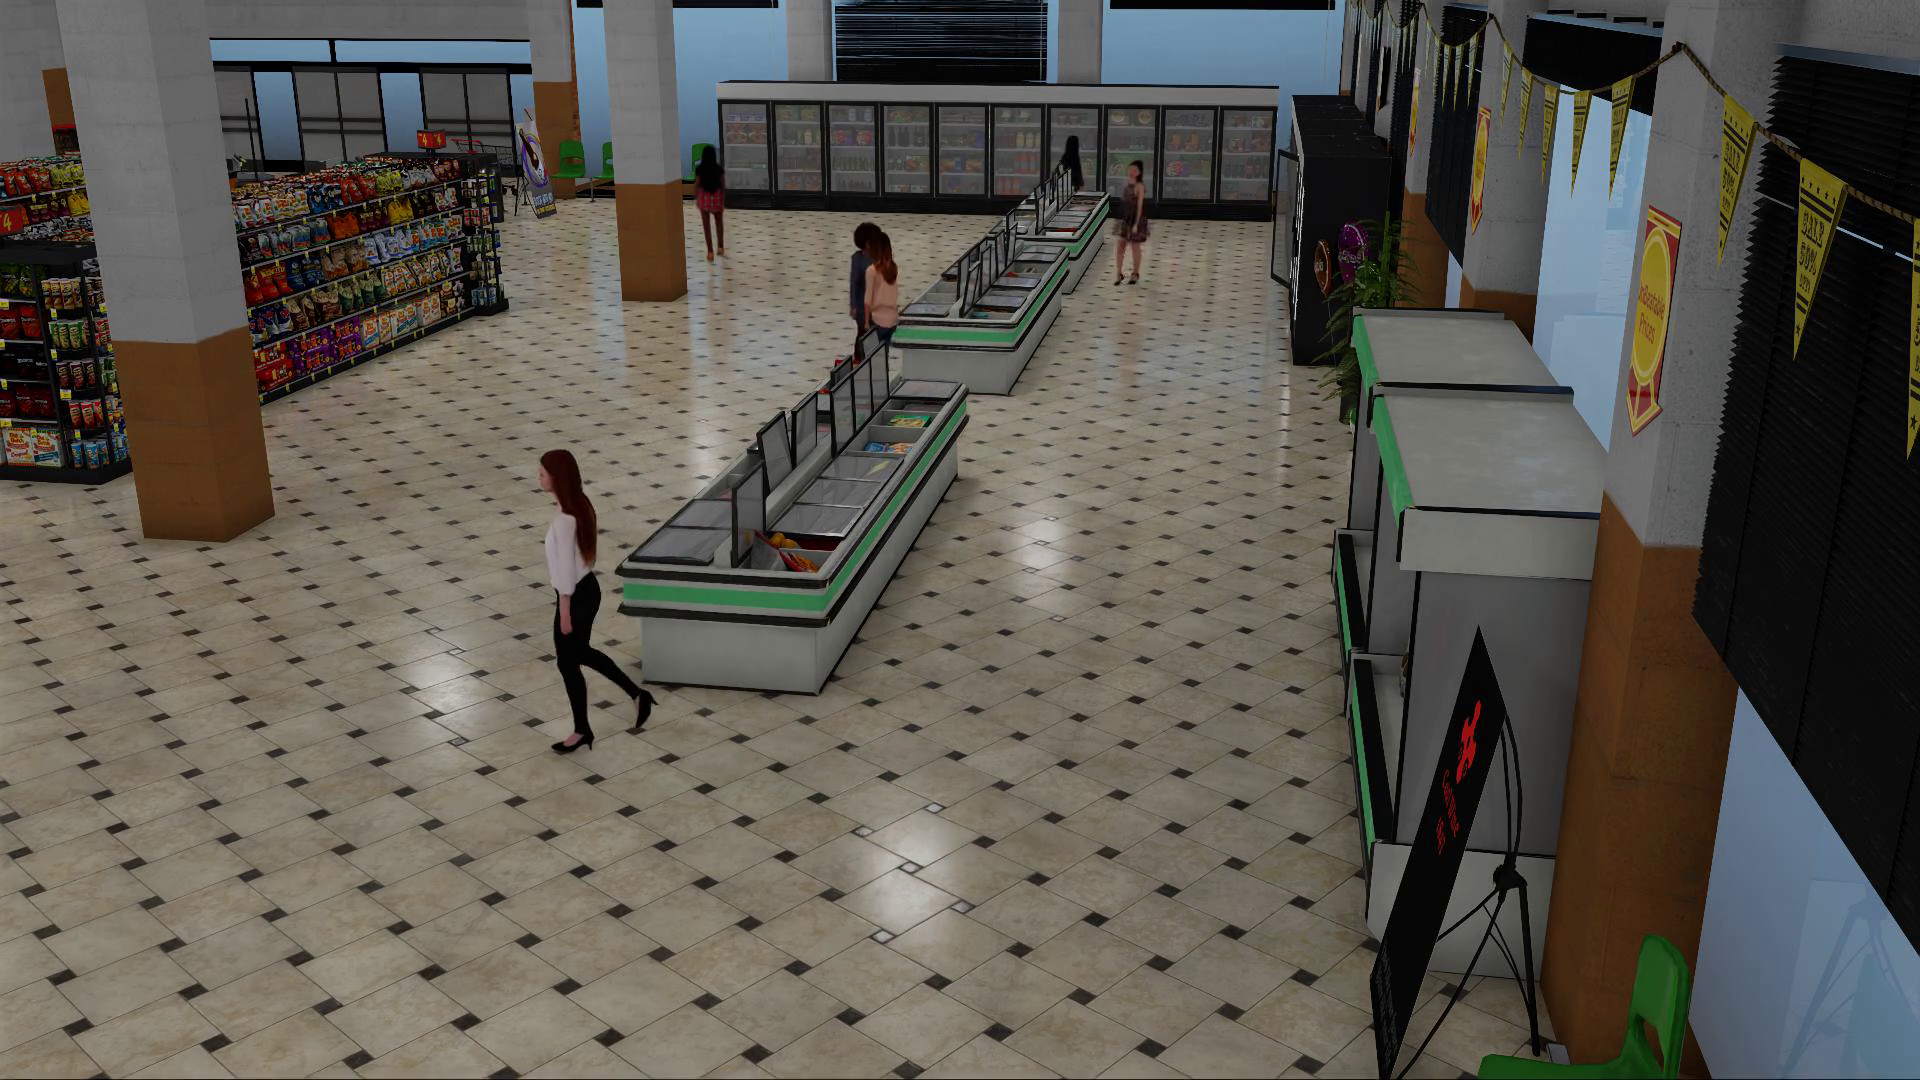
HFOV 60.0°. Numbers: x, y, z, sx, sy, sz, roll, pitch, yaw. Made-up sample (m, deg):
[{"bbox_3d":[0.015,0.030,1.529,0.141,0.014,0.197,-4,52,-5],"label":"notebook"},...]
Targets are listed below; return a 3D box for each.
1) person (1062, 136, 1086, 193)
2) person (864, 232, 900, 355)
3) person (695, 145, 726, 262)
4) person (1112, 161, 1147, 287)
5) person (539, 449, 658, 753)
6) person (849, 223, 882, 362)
[{"bbox_3d":[1.802,-6.032,28.221,0.996,1.605,1.155,-6,19,-17],"label":"person"},{"bbox_3d":[-0.719,-2.114,16.328,0.928,1.779,0.921,17,25,41],"label":"person"},{"bbox_3d":[-3.791,-5.101,25.309,0.834,1.701,1.009,-5,19,-15],"label":"person"},{"bbox_3d":[2.397,-4.373,23.096,0.916,1.736,0.836,-12,22,-32],"label":"person"},{"bbox_3d":[-1.986,0.367,9.024,0.750,1.744,0.809,1,19,3],"label":"person"},{"bbox_3d":[-0.991,-2.506,17.608,0.960,1.703,0.848,15,24,37],"label":"person"}]
